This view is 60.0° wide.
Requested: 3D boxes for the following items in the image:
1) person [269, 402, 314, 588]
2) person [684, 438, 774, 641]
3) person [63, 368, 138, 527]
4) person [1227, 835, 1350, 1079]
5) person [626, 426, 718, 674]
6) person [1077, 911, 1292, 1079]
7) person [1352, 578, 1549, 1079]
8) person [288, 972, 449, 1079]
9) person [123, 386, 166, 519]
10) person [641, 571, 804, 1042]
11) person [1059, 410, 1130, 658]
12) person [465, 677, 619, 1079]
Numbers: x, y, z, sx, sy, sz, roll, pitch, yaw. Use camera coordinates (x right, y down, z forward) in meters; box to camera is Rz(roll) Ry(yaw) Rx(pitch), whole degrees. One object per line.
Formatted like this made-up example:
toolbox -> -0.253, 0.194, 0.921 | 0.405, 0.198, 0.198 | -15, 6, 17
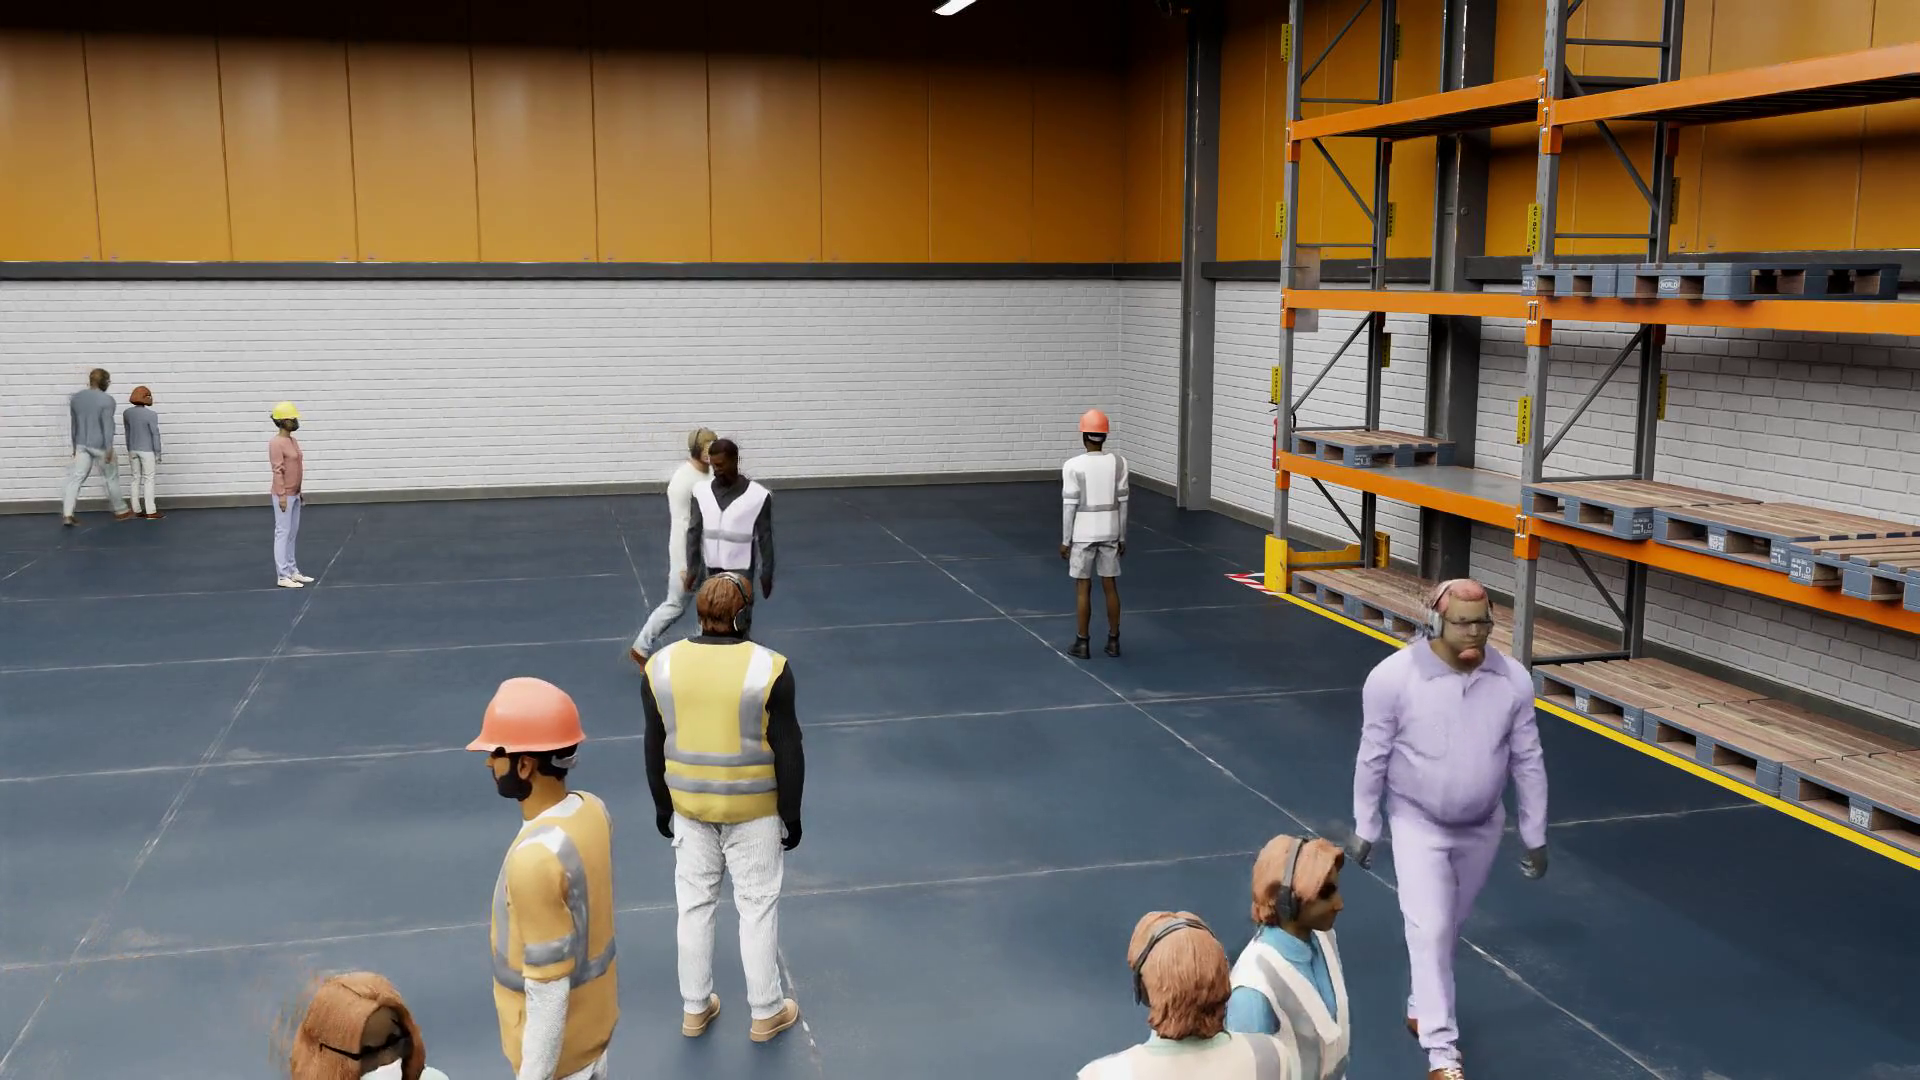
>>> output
person -> -6.397, -0.433, 15.878 | 0.314, 1.769, 0.524 | 0, 9, -3
person -> -1.593, 0.204, 11.650 | 0.573, 1.861, 0.997 | 3, 10, 19
person -> -10.307, -1.104, 19.757 | 0.683, 1.883, 1.051 | 2, 9, 15
person -> 0.777, 1.509, 4.231 | 0.702, 1.615, 0.523 | 5, 11, 31
person -> -2.008, 0.107, 12.119 | 0.963, 1.902, 0.644 | 4, 10, 21
person -> 0.472, 1.599, 3.583 | 0.513, 1.642, 0.313 | -3, 10, -17
person -> 1.839, 1.084, 6.060 | 0.679, 1.868, 0.905 | -2, 9, -9
person -> -1.137, 1.651, 3.371 | 0.818, 1.589, 0.526 | 5, 11, 31
person -> -9.939, -1.063, 20.254 | 0.494, 1.624, 0.285 | 3, 9, 15
person -> -0.903, 1.034, 6.490 | 0.634, 1.841, 0.429 | 2, 9, 12
person -> 1.041, -0.036, 12.897 | 0.559, 1.936, 0.429 | -3, 9, -16
person -> -1.102, 1.315, 4.432 | 0.364, 1.935, 0.553 | 0, 9, 1
